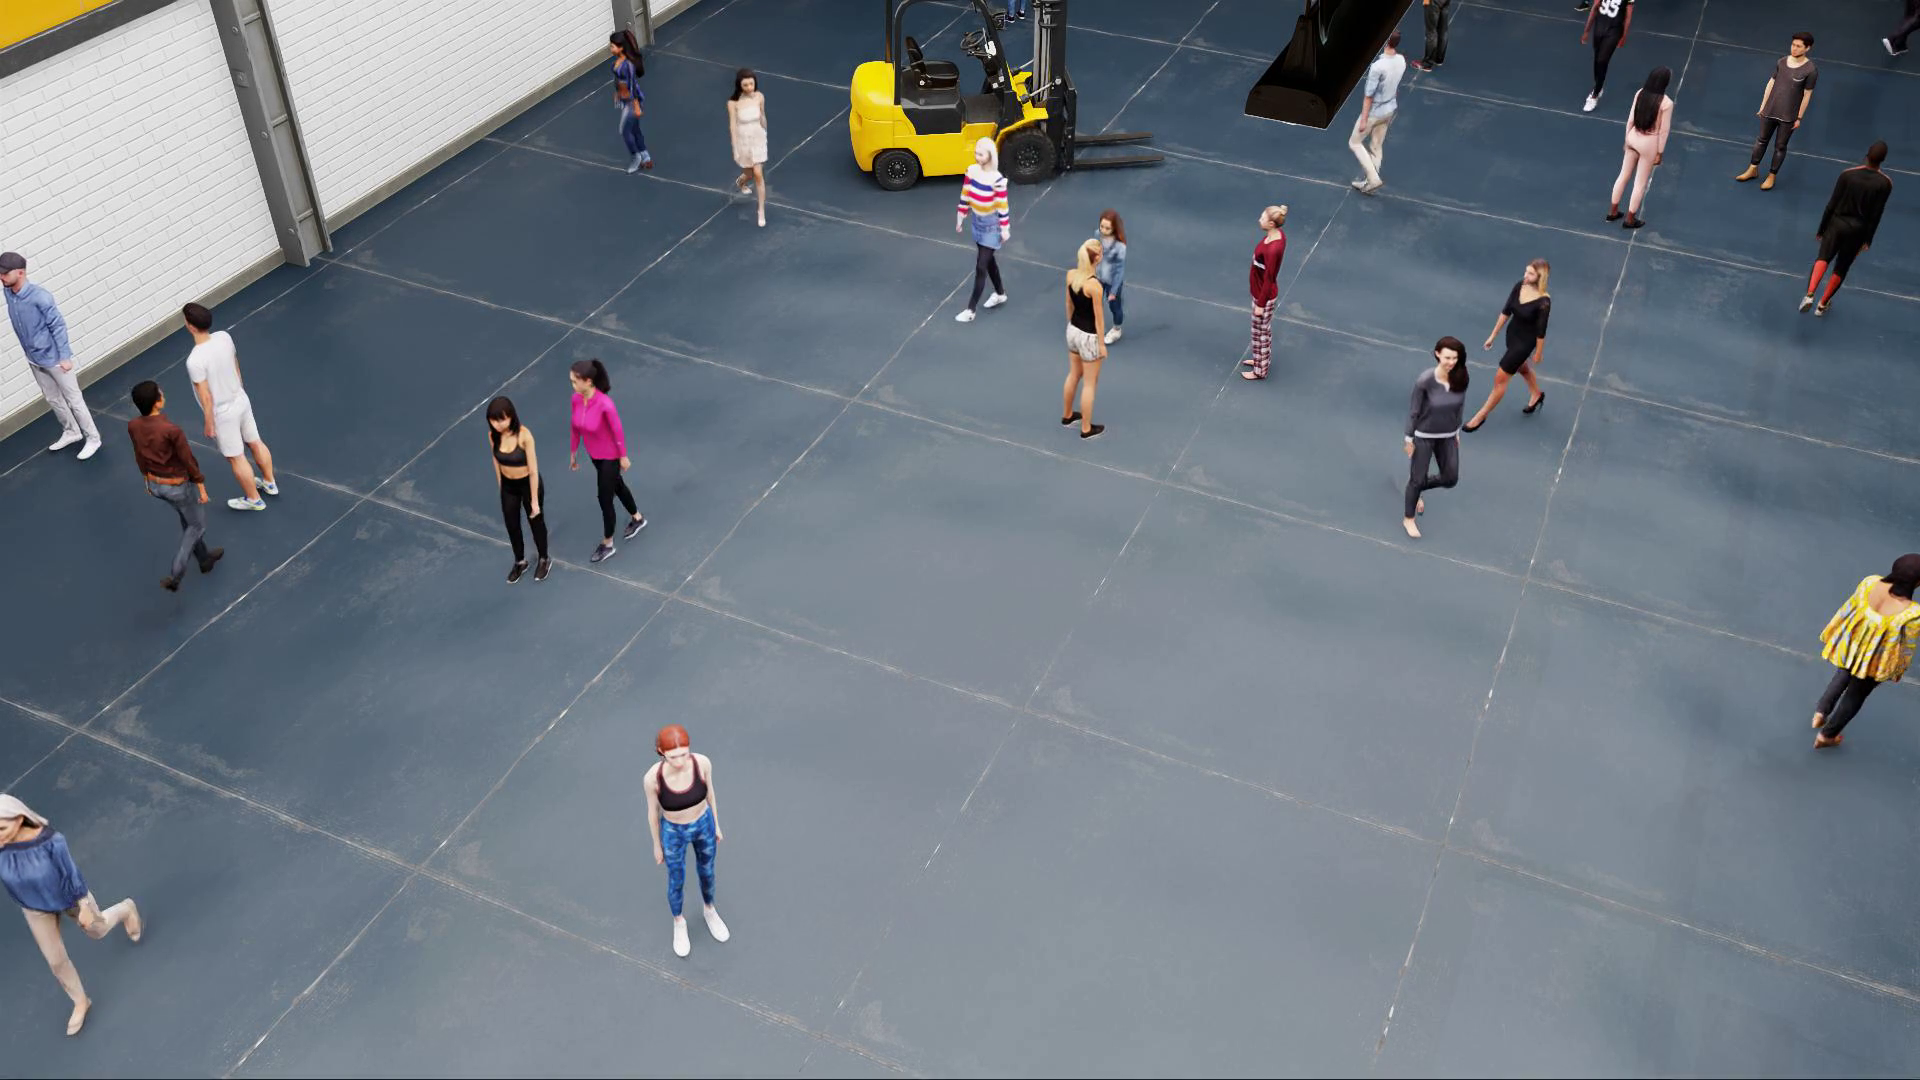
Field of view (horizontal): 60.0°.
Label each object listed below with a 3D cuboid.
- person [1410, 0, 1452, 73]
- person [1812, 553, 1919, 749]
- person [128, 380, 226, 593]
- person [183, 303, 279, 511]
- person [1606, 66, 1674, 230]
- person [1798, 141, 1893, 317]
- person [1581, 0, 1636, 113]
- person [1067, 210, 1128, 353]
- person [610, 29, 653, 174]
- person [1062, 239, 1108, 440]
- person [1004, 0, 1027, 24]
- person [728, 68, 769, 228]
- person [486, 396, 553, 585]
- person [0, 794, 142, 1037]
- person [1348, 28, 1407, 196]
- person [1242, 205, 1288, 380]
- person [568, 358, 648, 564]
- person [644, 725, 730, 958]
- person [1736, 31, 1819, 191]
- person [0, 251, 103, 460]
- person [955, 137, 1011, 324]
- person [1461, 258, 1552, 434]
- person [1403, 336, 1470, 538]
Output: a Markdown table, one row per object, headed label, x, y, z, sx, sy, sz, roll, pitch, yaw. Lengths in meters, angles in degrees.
| label | x | y | z | sx | sy | sz | roll | pitch | yaw |
| --- | --- | --- | --- | --- | --- | --- | --- | --- | --- |
| person | 5.865 | -6.652 | 20.296 | 0.598 | 1.800 | 0.752 | -31 | 48 | -33 |
| person | 6.000 | 0.774 | 11.116 | 0.938 | 1.641 | 0.885 | -18 | 42 | -21 |
| person | -5.926 | -0.348 | 12.431 | 0.780 | 1.753 | 1.029 | 7 | 39 | 8 |
| person | -5.835 | -1.060 | 13.242 | 0.787 | 1.853 | 0.563 | 9 | 39 | 11 |
| person | 7.001 | -4.034 | 17.073 | 0.721 | 1.720 | 0.700 | -20 | 43 | -23 |
| person | 8.269 | -2.850 | 15.533 | 0.724 | 1.793 | 0.918 | 24 | 44 | 27 |
| person | 7.621 | -5.956 | 19.487 | 0.934 | 1.711 | 0.787 | -30 | 47 | -32 |
| person | 1.405 | -2.406 | 15.253 | 1.012 | 1.449 | 0.786 | -28 | 47 | -31 |
| person | -3.513 | -4.764 | 18.076 | 0.801 | 1.610 | 0.762 | -20 | 43 | -23 |
| person | 1.046 | -1.724 | 14.085 | 0.673 | 1.840 | 0.674 | -23 | 44 | -26 |
| person | 0.732 | -7.392 | 21.649 | 0.554 | 1.256 | 0.642 | -23 | 44 | -26 |
| person | -2.191 | -4.088 | 17.153 | 0.909 | 1.705 | 0.948 | -19 | 42 | -22 |
| person | -3.293 | -0.430 | 12.629 | 0.623 | 1.634 | 0.656 | 8 | 39 | 10 |
| person | -5.139 | 2.014 | 9.547 | 0.963 | 1.672 | 1.154 | -3 | 39 | -4 |
| person | 4.460 | -4.464 | 17.514 | 0.801 | 1.842 | 0.874 | -24 | 45 | -27 |
| person | 2.711 | -2.211 | 14.807 | 0.728 | 1.700 | 0.523 | 8 | 39 | 9 |
| person | -2.699 | -0.705 | 12.951 | 0.686 | 1.673 | 0.937 | 22 | 43 | 25 |
| person | -1.603 | 1.744 | 9.794 | 0.664 | 1.785 | 0.735 | -16 | 41 | -20 |
| person | 8.815 | -4.615 | 17.806 | 0.694 | 1.715 | 0.703 | -26 | 46 | -29 |
| person | -7.597 | -1.552 | 13.831 | 0.652 | 1.888 | 0.553 | 15 | 41 | 18 |
| person | 0.313 | -2.968 | 15.690 | 1.090 | 1.780 | 0.905 | -30 | 47 | -32 |
| person | 4.841 | -1.669 | 14.185 | 1.095 | 1.628 | 1.058 | -12 | 40 | -15 |
| person | 3.680 | -0.861 | 13.067 | 0.806 | 1.760 | 0.864 | -10 | 40 | -12 |
